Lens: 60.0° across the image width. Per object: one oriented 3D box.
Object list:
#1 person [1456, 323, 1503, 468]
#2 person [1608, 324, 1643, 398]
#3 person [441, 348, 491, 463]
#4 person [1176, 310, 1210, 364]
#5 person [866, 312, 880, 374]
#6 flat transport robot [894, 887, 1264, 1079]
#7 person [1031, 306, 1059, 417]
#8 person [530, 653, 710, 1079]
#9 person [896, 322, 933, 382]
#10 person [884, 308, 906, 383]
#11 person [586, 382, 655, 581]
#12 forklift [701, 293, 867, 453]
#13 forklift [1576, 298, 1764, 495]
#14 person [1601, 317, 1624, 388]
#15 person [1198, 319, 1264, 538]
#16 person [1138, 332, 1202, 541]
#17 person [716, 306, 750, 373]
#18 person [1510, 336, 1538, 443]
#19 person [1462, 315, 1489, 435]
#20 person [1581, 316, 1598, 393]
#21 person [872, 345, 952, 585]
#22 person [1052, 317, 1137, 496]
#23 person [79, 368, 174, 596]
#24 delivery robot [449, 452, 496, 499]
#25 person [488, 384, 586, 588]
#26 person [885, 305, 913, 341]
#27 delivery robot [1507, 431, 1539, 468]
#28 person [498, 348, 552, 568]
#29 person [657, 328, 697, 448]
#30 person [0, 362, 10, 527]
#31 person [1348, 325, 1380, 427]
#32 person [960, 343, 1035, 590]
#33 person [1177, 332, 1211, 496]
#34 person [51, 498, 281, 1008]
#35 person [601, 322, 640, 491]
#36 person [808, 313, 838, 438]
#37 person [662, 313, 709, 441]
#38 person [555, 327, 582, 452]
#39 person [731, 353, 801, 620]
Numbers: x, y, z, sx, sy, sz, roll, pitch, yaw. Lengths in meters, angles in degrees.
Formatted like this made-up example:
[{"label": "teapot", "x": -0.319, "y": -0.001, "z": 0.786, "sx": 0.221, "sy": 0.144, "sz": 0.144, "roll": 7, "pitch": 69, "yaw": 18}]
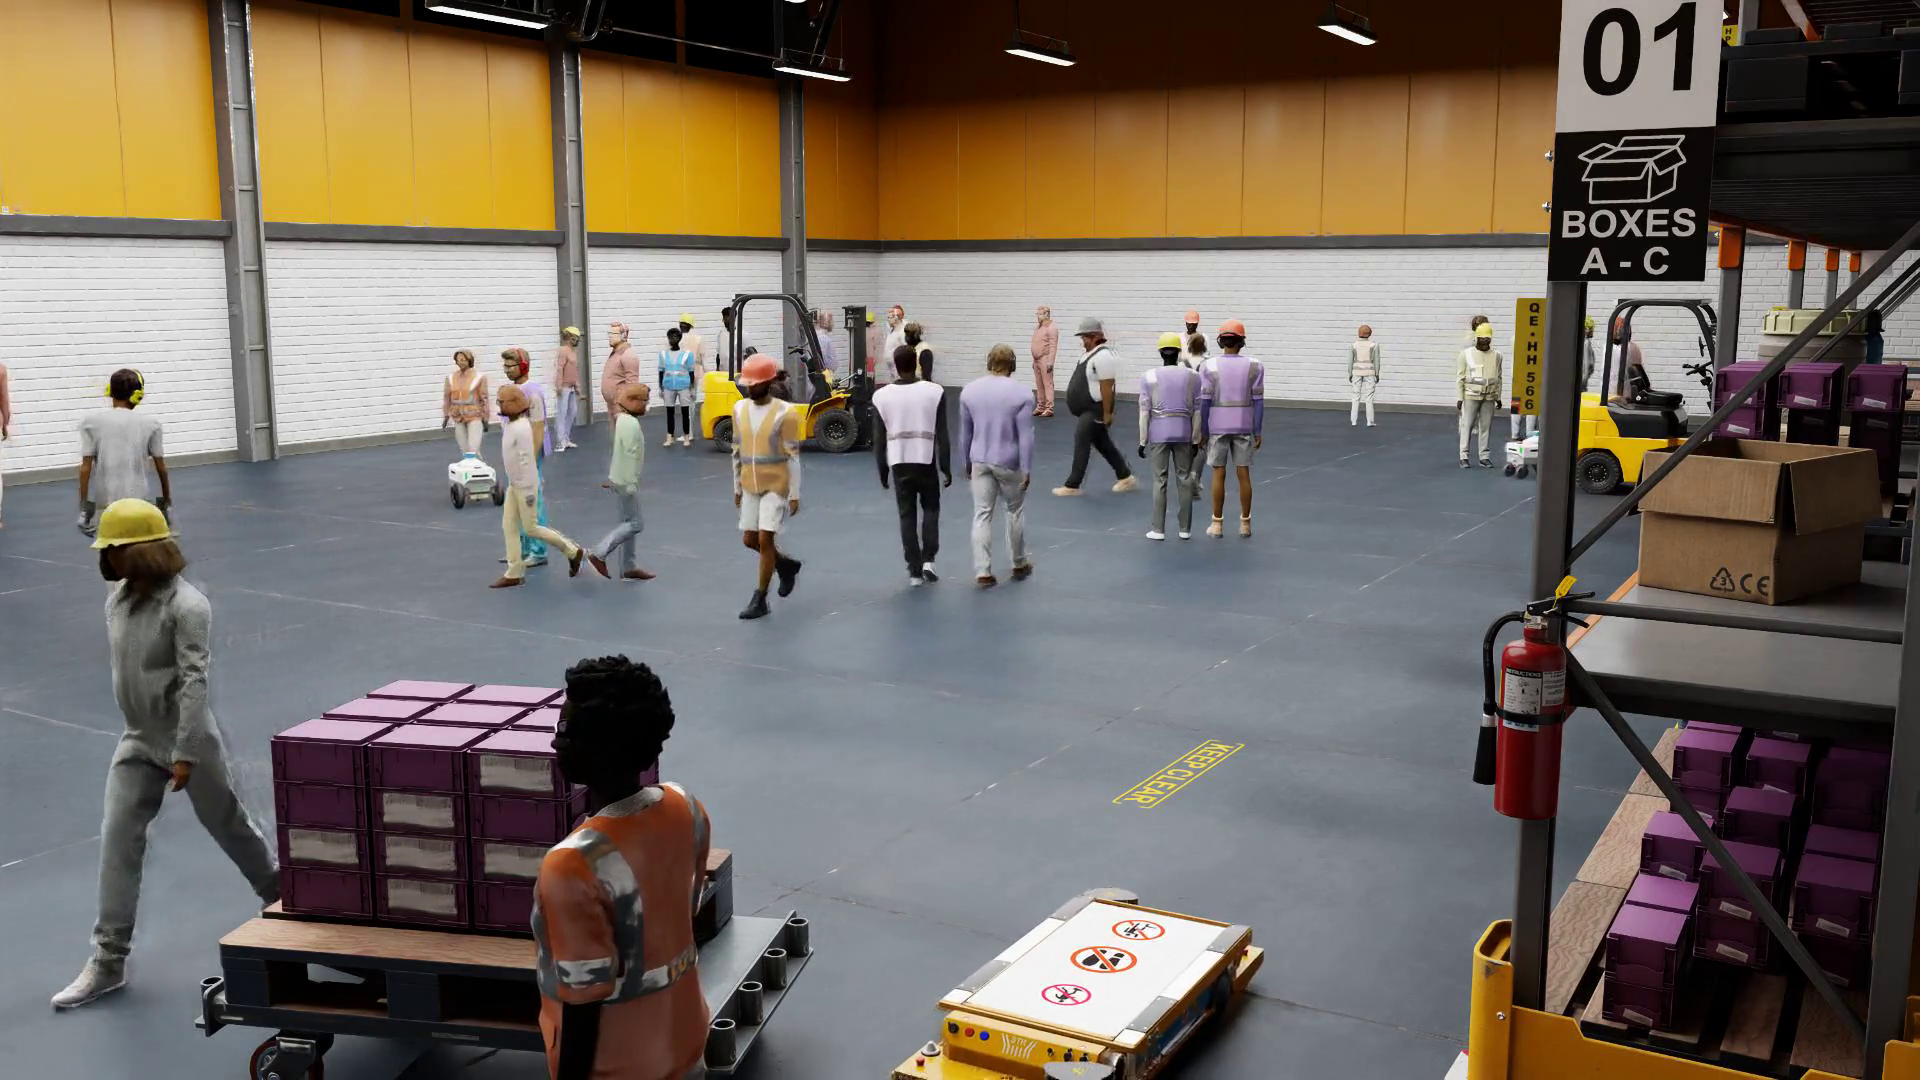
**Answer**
[{"label": "person", "x": 6.577, "y": -1.819, "z": 21.029, "sx": 0.602, "sy": 1.827, "sz": 0.404, "roll": -1, "pitch": 9, "yaw": -5}, {"label": "person", "x": 8.396, "y": -1.845, "z": 21.220, "sx": 0.631, "sy": 1.822, "sz": 0.482, "roll": -7, "pitch": 11, "yaw": -37}, {"label": "person", "x": -5.528, "y": -1.327, "z": 18.623, "sx": 0.522, "sy": 1.625, "sz": 0.411, "roll": 2, "pitch": 9, "yaw": 13}, {"label": "person", "x": 3.428, "y": -2.446, "z": 24.678, "sx": 0.560, "sy": 1.924, "sz": 0.421, "roll": 3, "pitch": 9, "yaw": 16}, {"label": "person", "x": -1.848, "y": -3.501, "z": 31.867, "sx": 0.589, "sy": 1.713, "sz": 0.748, "roll": 4, "pitch": 10, "yaw": 24}, {"label": "flat transport robot", "x": 0.435, "y": 1.470, "z": 5.351, "sx": 0.652, "sy": 0.197, "sz": 1.431, "roll": 5, "pitch": 10, "yaw": 29}, {"label": "person", "x": 1.419, "y": -3.060, "z": 28.537, "sx": 0.411, "sy": 1.909, "sz": 0.643, "roll": -5, "pitch": 10, "yaw": -26}, {"label": "person", "x": -0.692, "y": 1.067, "z": 3.418, "sx": 0.316, "sy": 1.700, "sz": 0.541, "roll": 3, "pitch": 9, "yaw": 16}, {"label": "person", "x": -0.563, "y": -1.956, "z": 21.892, "sx": 0.605, "sy": 1.826, "sz": 0.644, "roll": -6, "pitch": 11, "yaw": -34}, {"label": "person", "x": -1.002, "y": -2.714, "z": 26.387, "sx": 0.399, "sy": 1.904, "sz": 0.644, "roll": -3, "pitch": 10, "yaw": -20}, {"label": "person", "x": -2.668, "y": -0.448, "z": 13.132, "sx": 0.495, "sy": 1.607, "sz": 0.538, "roll": -2, "pitch": 9, "yaw": -15}, {"label": "forklift", "x": -2.458, "y": -2.344, "z": 23.176, "sx": 2.313, "sy": 2.155, "sz": 1.214, "roll": 0, "pitch": 9, "yaw": -2}, {"label": "forklift", "x": 7.954, "y": -1.589, "z": 18.462, "sx": 2.313, "sy": 2.155, "sz": 1.214, "roll": 5, "pitch": 11, "yaw": 30}, {"label": "person", "x": 8.636, "y": -1.990, "z": 21.920, "sx": 0.355, "sy": 1.887, "sz": 0.574, "roll": 0, "pitch": 9, "yaw": -3}, {"label": "person", "x": 2.507, "y": -1.034, "z": 15.486, "sx": 0.609, "sy": 2.036, "sz": 0.402, "roll": 0, "pitch": 9, "yaw": 0}, {"label": "person", "x": 1.922, "y": -0.946, "z": 15.312, "sx": 0.589, "sy": 1.917, "sz": 0.392, "roll": -1, "pitch": 9, "yaw": -6}, {"label": "person", "x": -3.441, "y": -2.538, "z": 25.098, "sx": 0.618, "sy": 1.962, "sz": 0.361, "roll": 5, "pitch": 10, "yaw": 29}, {"label": "person", "x": 8.161, "y": -2.310, "z": 23.798, "sx": 0.378, "sy": 1.932, "sz": 0.641, "roll": -6, "pitch": 11, "yaw": -34}, {"label": "person", "x": 7.846, "y": -2.501, "z": 25.302, "sx": 0.457, "sy": 1.822, "sz": 0.635, "roll": 3, "pitch": 9, "yaw": 16}, {"label": "person", "x": 9.507, "y": -2.564, "z": 25.730, "sx": 0.711, "sy": 1.812, "sz": 0.593, "roll": 1, "pitch": 9, "yaw": 9}, {"label": "person", "x": -0.377, "y": -0.593, "z": 13.161, "sx": 0.621, "sy": 1.894, "sz": 0.481, "roll": 0, "pitch": 9, "yaw": 2}, {"label": "person", "x": 1.539, "y": -1.521, "z": 18.515, "sx": 0.995, "sy": 2.000, "sz": 0.684, "roll": -1, "pitch": 9, "yaw": -9}, {"label": "person", "x": -5.530, "y": -0.215, "z": 11.027, "sx": 0.532, "sy": 1.824, "sz": 0.761, "roll": -3, "pitch": 10, "yaw": -17}, {"label": "delivery robot", "x": -5.175, "y": -0.686, "z": 17.631, "sx": 0.477, "sy": 0.478, "sz": 0.707, "roll": -5, "pitch": 11, "yaw": -30}, {"label": "person", "x": -3.347, "y": -0.424, "z": 13.034, "sx": 0.686, "sy": 1.609, "sz": 0.512, "roll": -5, "pitch": 10, "yaw": -28}, {"label": "person", "x": -1.137, "y": -3.601, "z": 32.087, "sx": 0.619, "sy": 1.854, "sz": 0.588, "roll": -2, "pitch": 9, "yaw": -13}, {"label": "delivery robot", "x": 6.958, "y": -1.070, "z": 20.032, "sx": 0.707, "sy": 0.478, "sz": 0.477, "roll": -2, "pitch": 9, "yaw": -15}, {"label": "person", "x": -3.649, "y": -0.693, "z": 13.966, "sx": 0.390, "sy": 1.841, "sz": 0.566, "roll": -7, "pitch": 12, "yaw": -39}, {"label": "person", "x": -4.005, "y": -2.138, "z": 23.490, "sx": 0.581, "sy": 1.684, "sz": 0.447, "roll": 1, "pitch": 9, "yaw": 4}, {"label": "person", "x": -9.560, "y": -1.107, "z": 16.152, "sx": 0.616, "sy": 1.970, "sz": 0.752, "roll": -7, "pitch": 11, "yaw": -36}, {"label": "person", "x": 6.481, "y": -2.629, "z": 26.683, "sx": 0.510, "sy": 1.639, "sz": 0.308, "roll": 4, "pitch": 10, "yaw": 25}, {"label": "person", "x": 0.325, "y": -0.598, "z": 13.166, "sx": 0.653, "sy": 1.898, "sz": 0.911, "roll": 3, "pitch": 10, "yaw": 19}, {"label": "person", "x": 2.606, "y": -1.386, "z": 18.364, "sx": 0.509, "sy": 1.823, "sz": 0.809, "roll": 4, "pitch": 10, "yaw": 23}, {"label": "person", "x": -2.747, "y": 0.683, "z": 5.826, "sx": 0.500, "sy": 1.698, "sz": 0.904, "roll": 4, "pitch": 10, "yaw": 21}, {"label": "person", "x": -3.866, "y": -1.515, "z": 18.880, "sx": 0.408, "sy": 1.913, "sz": 0.644, "roll": -5, "pitch": 11, "yaw": -31}, {"label": "person", "x": -1.914, "y": -2.443, "z": 24.783, "sx": 0.947, "sy": 1.862, "sz": 0.663, "roll": -2, "pitch": 9, "yaw": -11}, {"label": "person", "x": -4.081, "y": -2.411, "z": 24.612, "sx": 0.687, "sy": 1.897, "sz": 0.780, "roll": -4, "pitch": 10, "yaw": -22}, {"label": "person", "x": -5.458, "y": -2.091, "z": 23.082, "sx": 0.327, "sy": 1.720, "sz": 0.656, "roll": 1, "pitch": 9, "yaw": 6}, {"label": "person", "x": -1.360, "y": -0.401, "z": 11.966, "sx": 0.559, "sy": 1.904, "sz": 0.705, "roll": 4, "pitch": 10, "yaw": 25}]
